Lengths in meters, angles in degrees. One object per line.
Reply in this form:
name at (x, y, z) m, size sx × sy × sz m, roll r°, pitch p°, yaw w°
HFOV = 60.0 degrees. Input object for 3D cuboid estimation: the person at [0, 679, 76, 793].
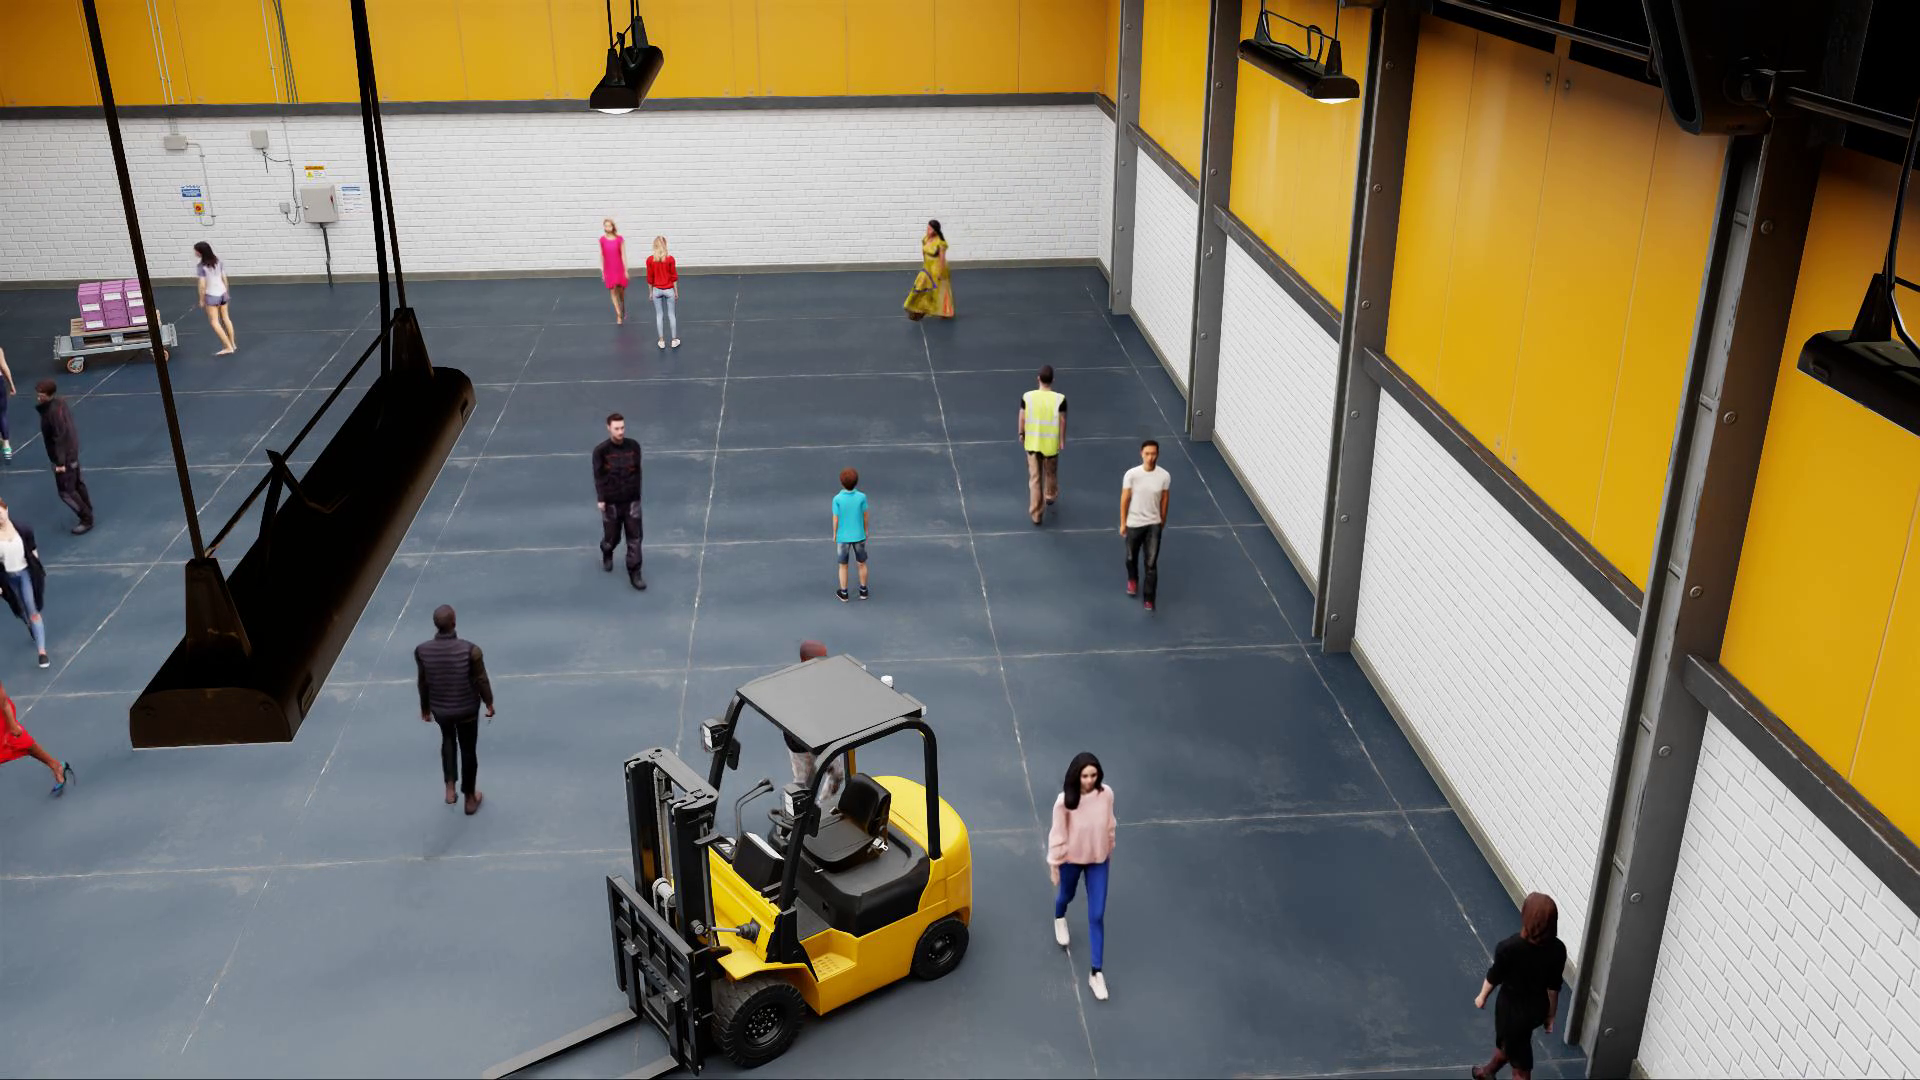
person at (-7.653, 1.427, 13.379) m, size 1.064 × 1.685 × 1.201 m, roll 14°, pitch 27°, yaw 30°

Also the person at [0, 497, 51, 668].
person at (-9.022, 0.345, 15.910) m, size 0.954 × 1.641 × 1.226 m, roll -14°, pitch 27°, yaw -29°

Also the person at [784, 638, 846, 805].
person at (-1.258, 1.571, 12.922) m, size 0.803 × 1.788 × 0.737 m, roll 6°, pitch 24°, yaw 13°

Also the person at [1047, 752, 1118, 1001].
person at (0.816, 2.206, 11.554) m, size 0.760 × 1.720 × 1.202 m, roll -5°, pitch 24°, yaw -10°

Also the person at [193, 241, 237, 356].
person at (-11.157, -3.625, 24.898) m, size 0.844 × 1.716 × 0.743 m, roll 15°, pitch 28°, yaw 31°

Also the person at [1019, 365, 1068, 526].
person at (0.933, -1.050, 18.894) m, size 0.794 × 1.806 × 1.104 m, roll 1°, pitch 24°, yaw 1°

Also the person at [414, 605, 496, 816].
person at (-4.051, 1.397, 13.269) m, size 0.752 × 1.828 × 0.688 m, roll 1°, pitch 24°, yaw 1°

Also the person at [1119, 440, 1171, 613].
person at (1.856, -0.194, 16.994) m, size 0.737 × 1.760 × 1.160 m, roll 1°, pitch 24°, yaw 1°

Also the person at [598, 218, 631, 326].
person at (-5.464, -4.286, 26.412) m, size 0.621 × 1.715 × 0.647 m, roll 0°, pitch 24°, yaw -1°

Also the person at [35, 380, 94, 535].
person at (-10.045, -0.976, 18.716) m, size 1.012 × 1.813 × 0.619 m, roll -3°, pitch 24°, yaw -6°

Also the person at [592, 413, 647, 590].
person at (-3.571, -0.430, 17.357) m, size 0.921 × 1.902 × 1.077 m, roll -13°, pitch 27°, yaw -27°

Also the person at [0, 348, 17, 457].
person at (-12.141, -1.839, 20.885) m, size 0.912 × 1.658 × 1.259 m, roll -11°, pitch 26°, yaw -23°

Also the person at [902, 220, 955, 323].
person at (-0.345, -4.294, 26.553) m, size 1.250 × 1.616 × 1.325 m, roll 18°, pitch 29°, yaw 35°

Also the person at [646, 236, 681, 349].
person at (-4.501, -3.759, 25.221) m, size 0.612 × 1.704 × 0.510 m, roll -2°, pitch 24°, yaw -4°

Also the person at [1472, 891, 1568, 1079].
person at (3.395, 2.932, 9.974) m, size 0.692 × 1.656 × 1.113 m, roll -5°, pitch 24°, yaw -11°

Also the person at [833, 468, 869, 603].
person at (-1.118, -0.068, 17.093) m, size 0.551 × 1.449 × 0.531 m, roll -6°, pitch 24°, yaw -14°
